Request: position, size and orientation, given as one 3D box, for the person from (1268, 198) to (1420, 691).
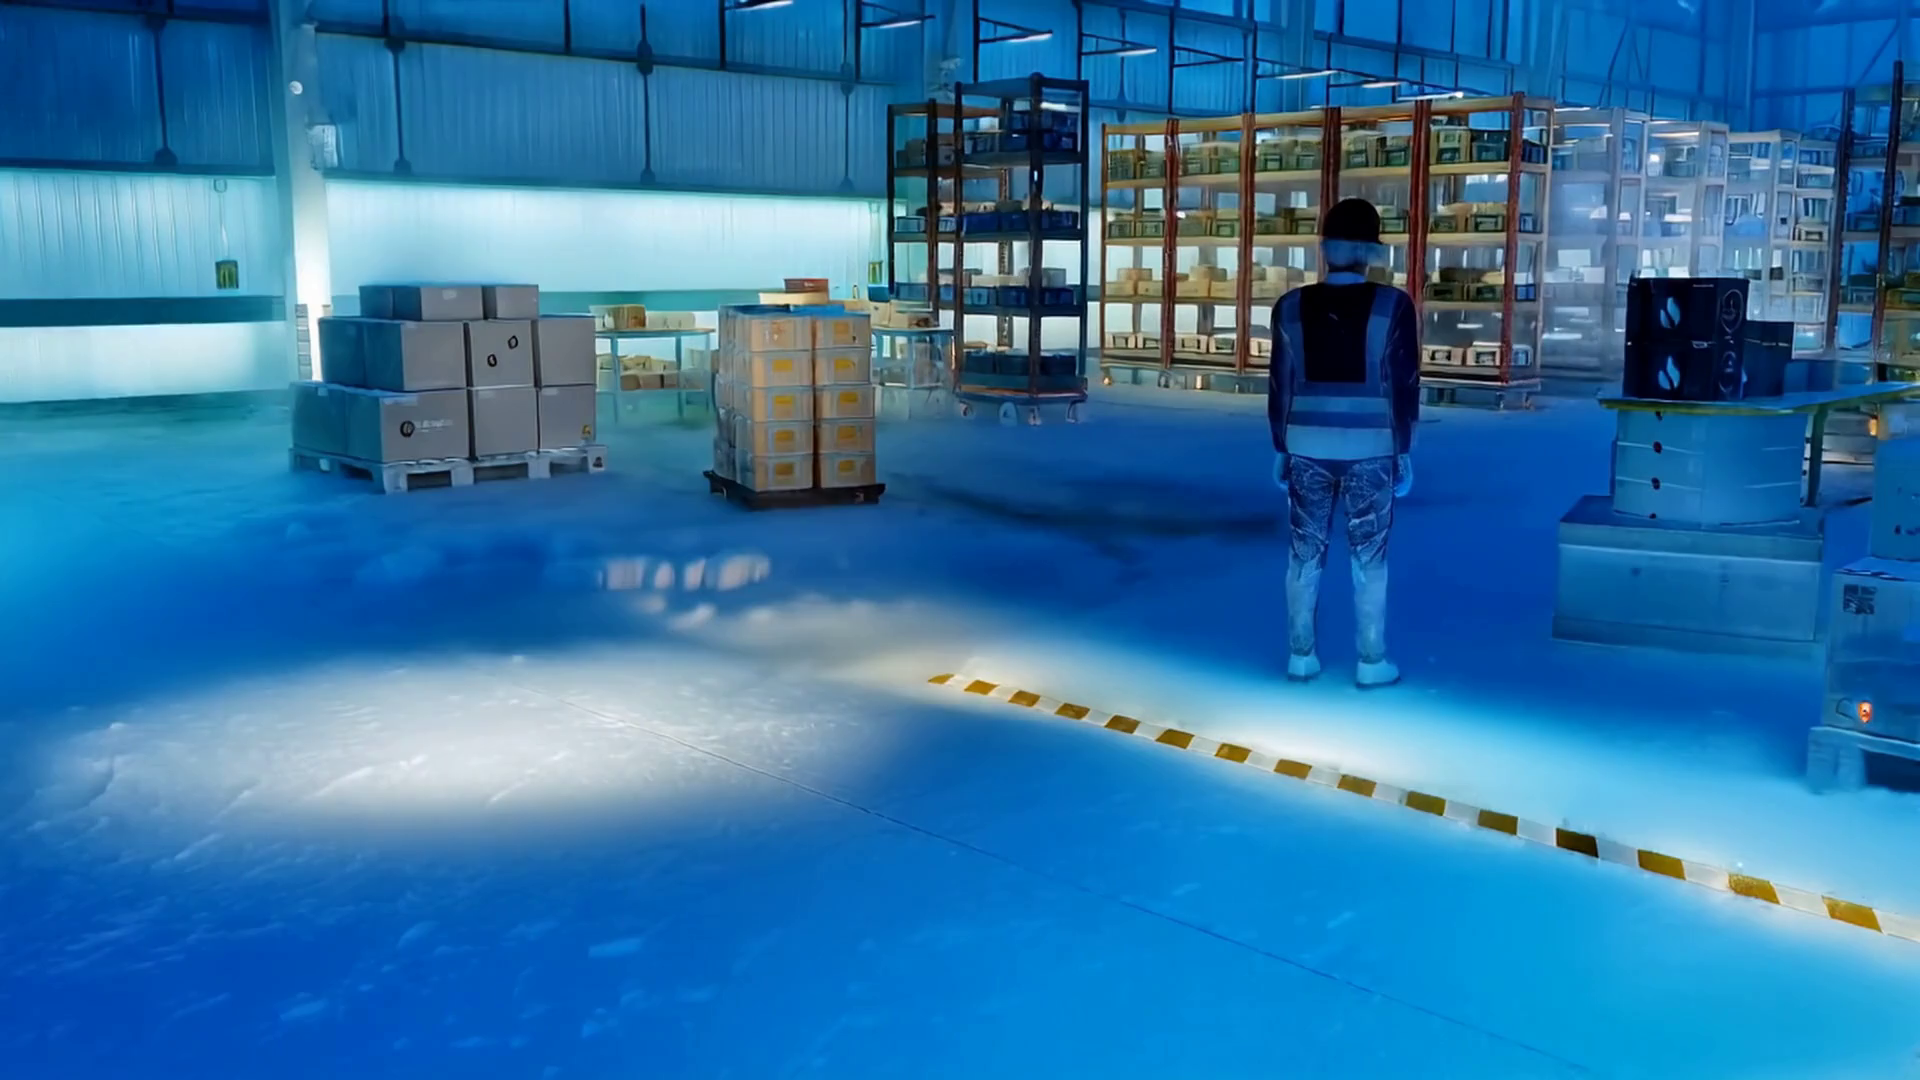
[{"bbox_3d":[1.526,-0.371,6.638,0.602,1.949,0.388,5,11,27],"label":"person"}]
